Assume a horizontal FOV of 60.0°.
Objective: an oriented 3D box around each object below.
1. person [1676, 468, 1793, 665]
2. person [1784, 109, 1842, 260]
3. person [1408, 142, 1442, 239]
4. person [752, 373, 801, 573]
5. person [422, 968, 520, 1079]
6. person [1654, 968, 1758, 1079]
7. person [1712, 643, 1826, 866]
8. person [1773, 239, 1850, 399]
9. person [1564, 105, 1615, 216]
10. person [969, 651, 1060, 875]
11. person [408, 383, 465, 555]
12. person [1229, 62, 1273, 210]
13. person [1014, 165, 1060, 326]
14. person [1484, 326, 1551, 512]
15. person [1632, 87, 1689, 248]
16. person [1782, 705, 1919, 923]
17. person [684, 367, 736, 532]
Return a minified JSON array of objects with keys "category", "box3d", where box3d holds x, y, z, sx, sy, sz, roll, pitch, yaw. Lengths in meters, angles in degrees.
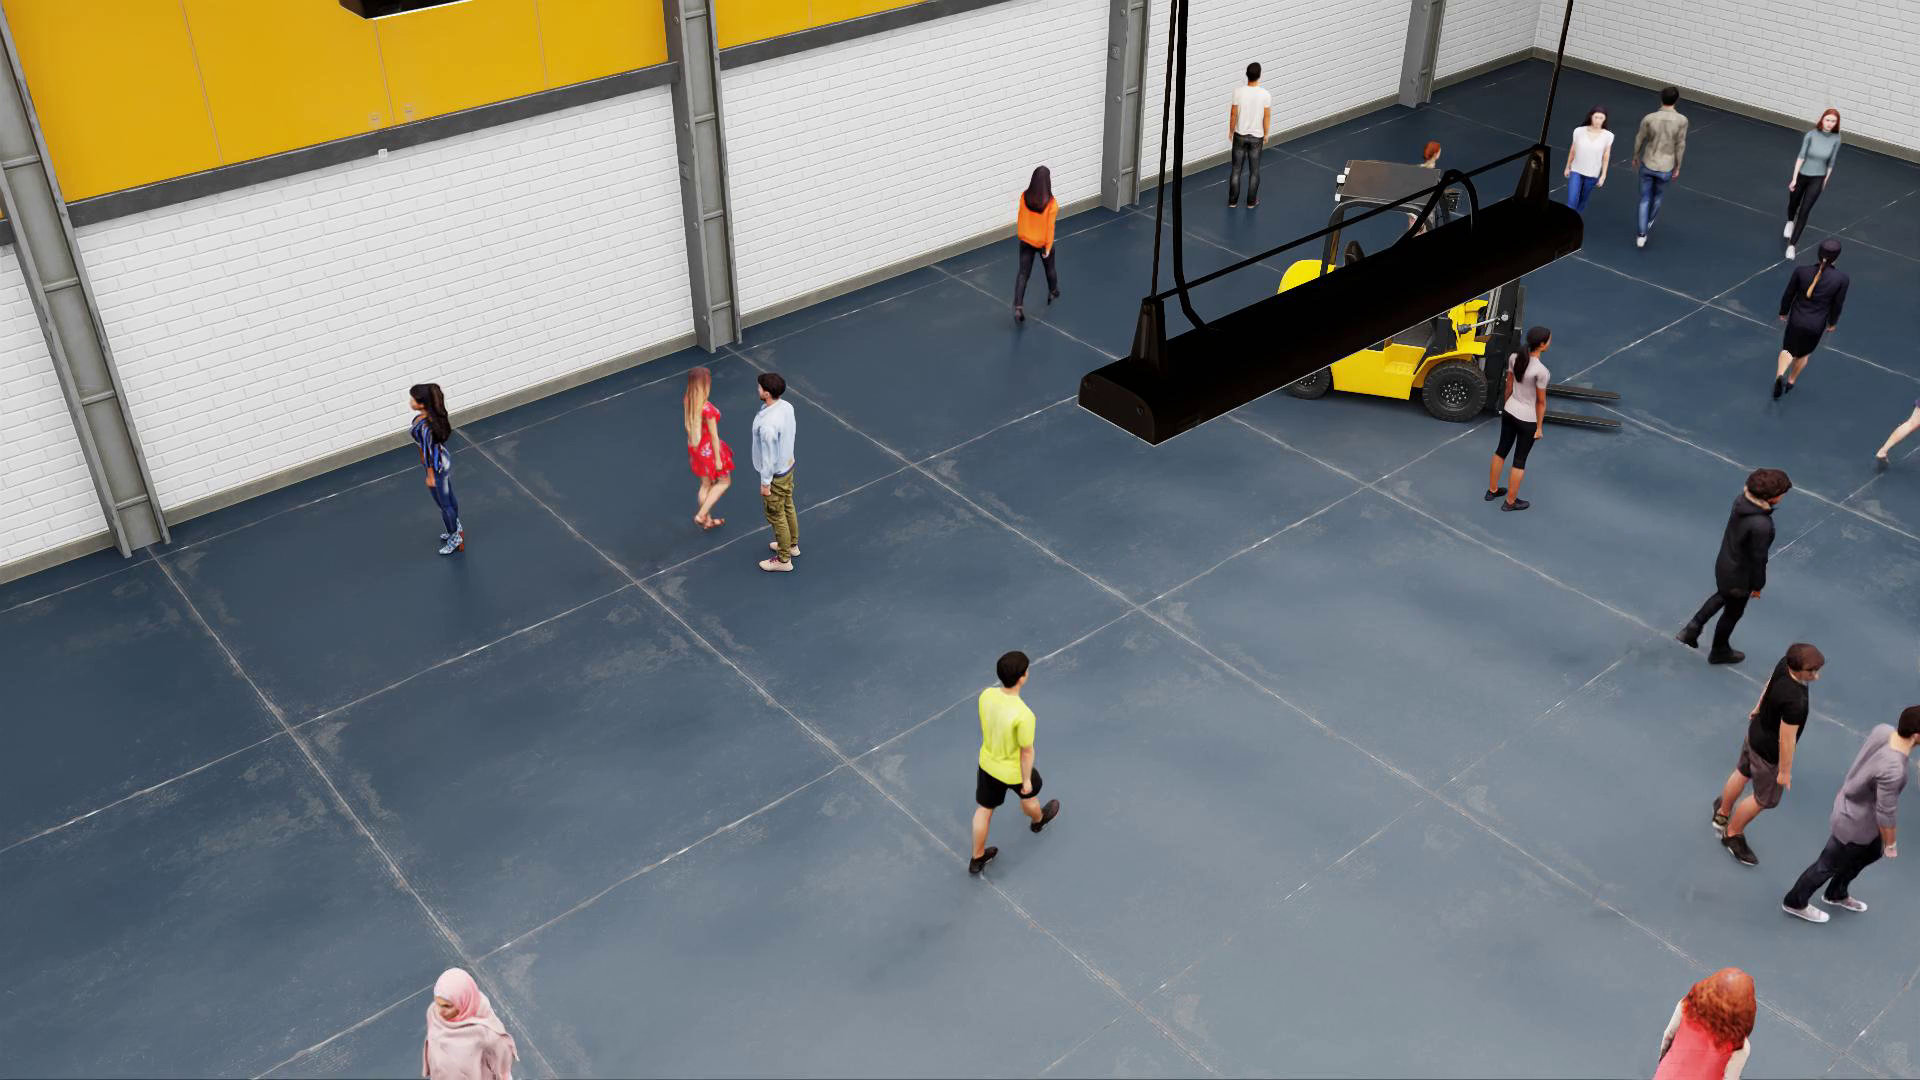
[{"category":"person","box3d":[5.884,0.219,12.711,0.933,1.765,0.858,-2,34,-3]},{"category":"person","box3d":[9.885,-4.202,19.414,0.932,1.708,1.223,14,36,20]},{"category":"person","box3d":[5.119,-3.656,18.662,0.759,1.631,0.623,-18,38,-25]},{"category":"person","box3d":[-1.523,-0.576,13.865,0.821,1.812,0.721,8,34,11]},{"category":"person","box3d":[-2.472,2.854,8.733,0.915,1.781,1.168,15,36,21]},{"category":"person","box3d":[3.702,2.929,8.601,0.890,1.802,0.609,-26,41,-33]},{"category":"person","box3d":[5.343,1.308,11.025,0.953,1.818,0.804,2,34,2]},{"category":"person","box3d":[8.300,-2.119,16.323,0.867,1.660,1.004,19,38,26]},{"category":"person","box3d":[7.394,-4.326,19.671,1.014,1.629,1.219,10,35,15]},{"category":"person","box3d":[0.251,1.496,10.881,0.771,1.663,1.101,24,40,31]},{"category":"person","box3d":[-4.440,-0.618,14.113,0.712,1.606,0.694,-5,34,-7]},{"category":"person","box3d":[3.554,-4.992,20.516,0.717,1.803,0.734,8,34,12]},{"category":"person","box3d":[0.767,-3.117,17.794,0.931,1.694,1.222,16,37,22]},{"category":"person","box3d":[4.945,-1.079,14.681,0.610,1.747,0.649,-16,37,-22]},{"category":"person","box3d":[8.154,-4.328,19.496,1.056,1.827,1.208,11,35,16]},{"category":"person","box3d":[5.531,1.708,10.418,0.927,1.824,0.846,12,35,17]},{"category":"person","box3d":[-2.257,-0.729,14.303,0.697,1.581,0.598,-28,42,-35]}]
